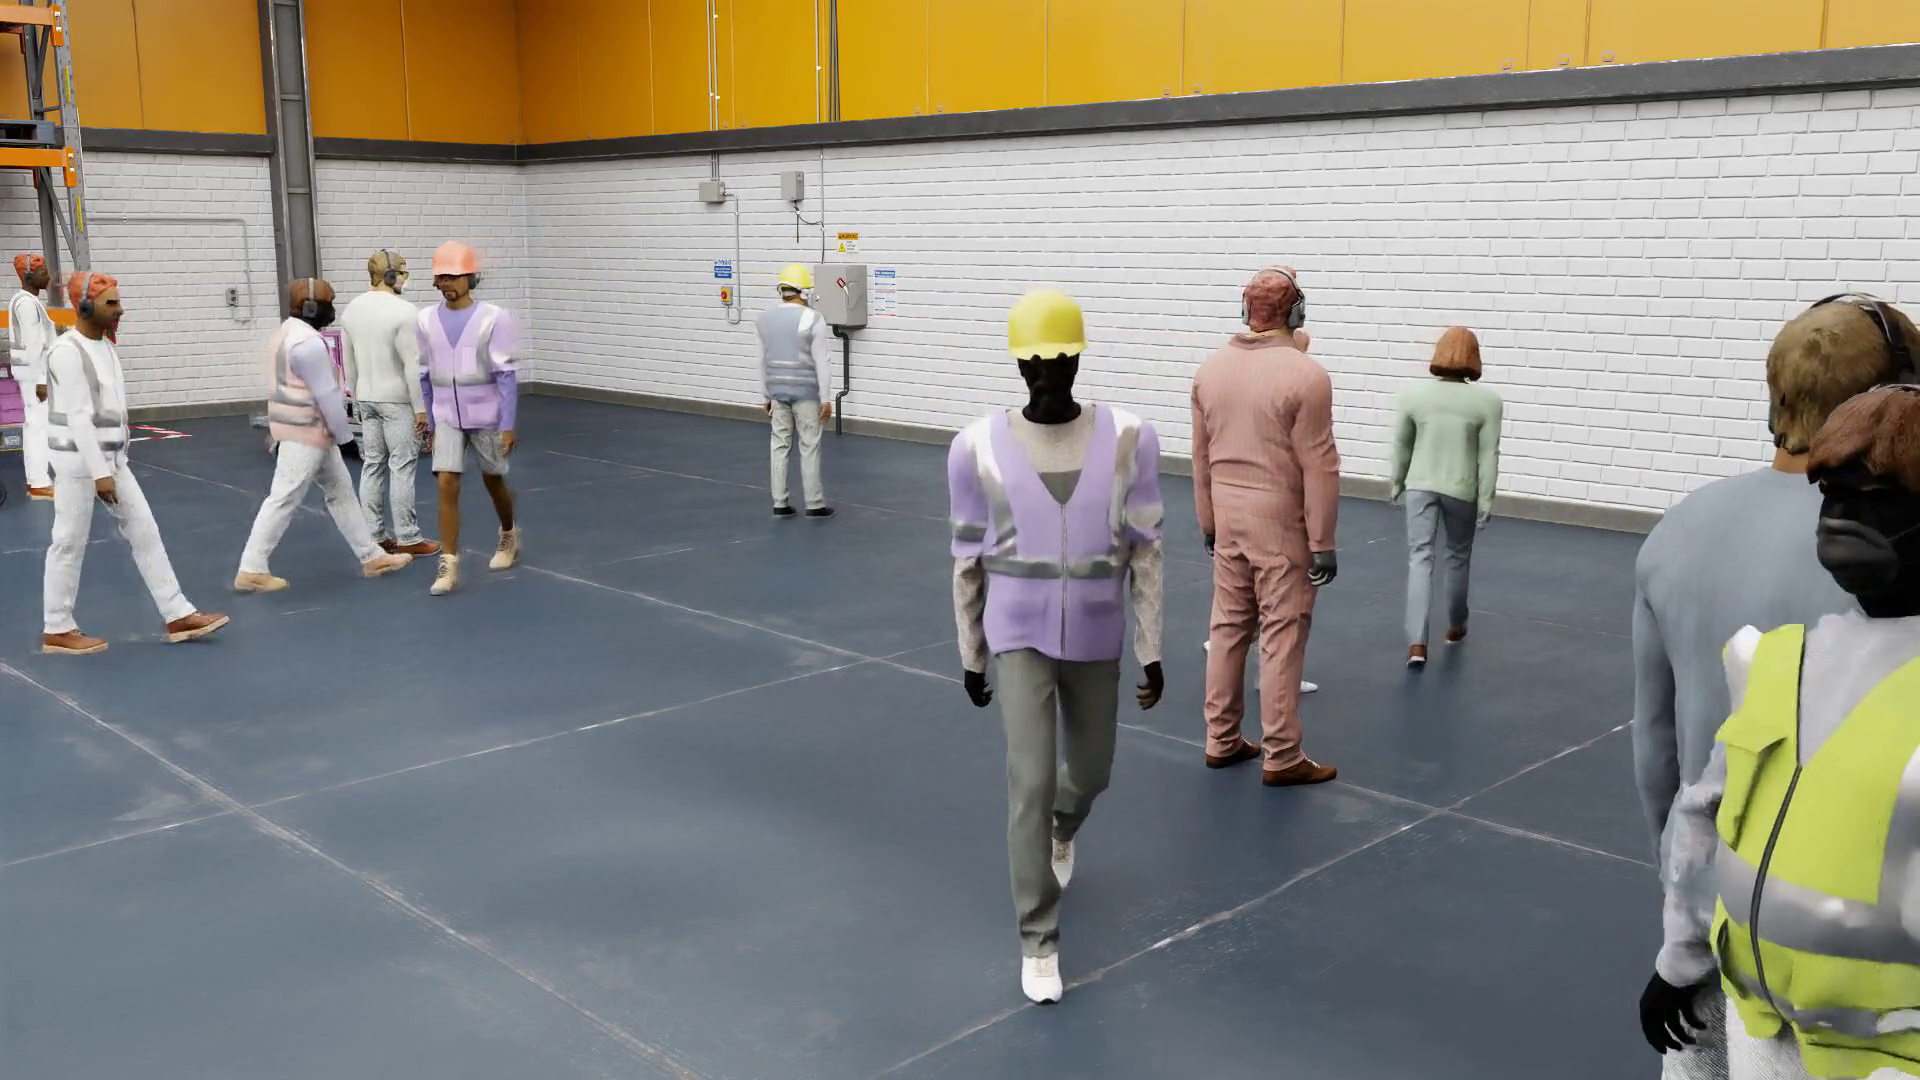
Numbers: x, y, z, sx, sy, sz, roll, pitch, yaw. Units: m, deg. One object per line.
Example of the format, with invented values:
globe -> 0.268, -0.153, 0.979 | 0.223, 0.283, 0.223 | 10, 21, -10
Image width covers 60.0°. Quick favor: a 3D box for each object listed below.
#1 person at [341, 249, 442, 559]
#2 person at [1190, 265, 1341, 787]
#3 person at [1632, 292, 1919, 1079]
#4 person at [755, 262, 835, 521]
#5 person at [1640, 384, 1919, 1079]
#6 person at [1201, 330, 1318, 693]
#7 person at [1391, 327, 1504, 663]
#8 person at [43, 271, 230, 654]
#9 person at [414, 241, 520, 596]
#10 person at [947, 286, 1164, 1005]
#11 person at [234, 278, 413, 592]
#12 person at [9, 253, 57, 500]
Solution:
person -> -3.573, -0.841, 10.413 | 0.633, 1.936, 0.355 | 6, 12, 29
person -> 1.153, -0.049, 6.162 | 0.410, 1.913, 0.651 | -8, 13, -36
person -> 1.295, 0.594, 2.586 | 0.372, 1.940, 0.632 | -3, 11, -18
person -> -1.154, -1.047, 11.828 | 0.597, 1.828, 0.404 | 5, 12, 25
person -> 1.286, 0.690, 2.369 | 0.438, 1.827, 0.637 | -3, 11, -16
person -> 1.338, -0.106, 7.231 | 0.455, 1.624, 0.537 | 0, 10, 0
person -> 2.314, -0.221, 7.969 | 0.512, 1.589, 0.849 | 4, 11, 21
person -> -4.061, -0.355, 8.015 | 0.914, 1.844, 0.604 | 0, 10, -1
person -> -2.843, -0.735, 9.691 | 0.620, 2.000, 1.027 | 1, 10, 5
person -> 0.255, 0.237, 4.660 | 0.588, 1.895, 0.824 | -1, 10, -6
person -> -3.726, -0.599, 9.537 | 1.003, 1.786, 0.617 | -5, 12, -26
person -> -7.105, -1.252, 12.799 | 0.337, 1.882, 0.584 | -7, 12, -32
